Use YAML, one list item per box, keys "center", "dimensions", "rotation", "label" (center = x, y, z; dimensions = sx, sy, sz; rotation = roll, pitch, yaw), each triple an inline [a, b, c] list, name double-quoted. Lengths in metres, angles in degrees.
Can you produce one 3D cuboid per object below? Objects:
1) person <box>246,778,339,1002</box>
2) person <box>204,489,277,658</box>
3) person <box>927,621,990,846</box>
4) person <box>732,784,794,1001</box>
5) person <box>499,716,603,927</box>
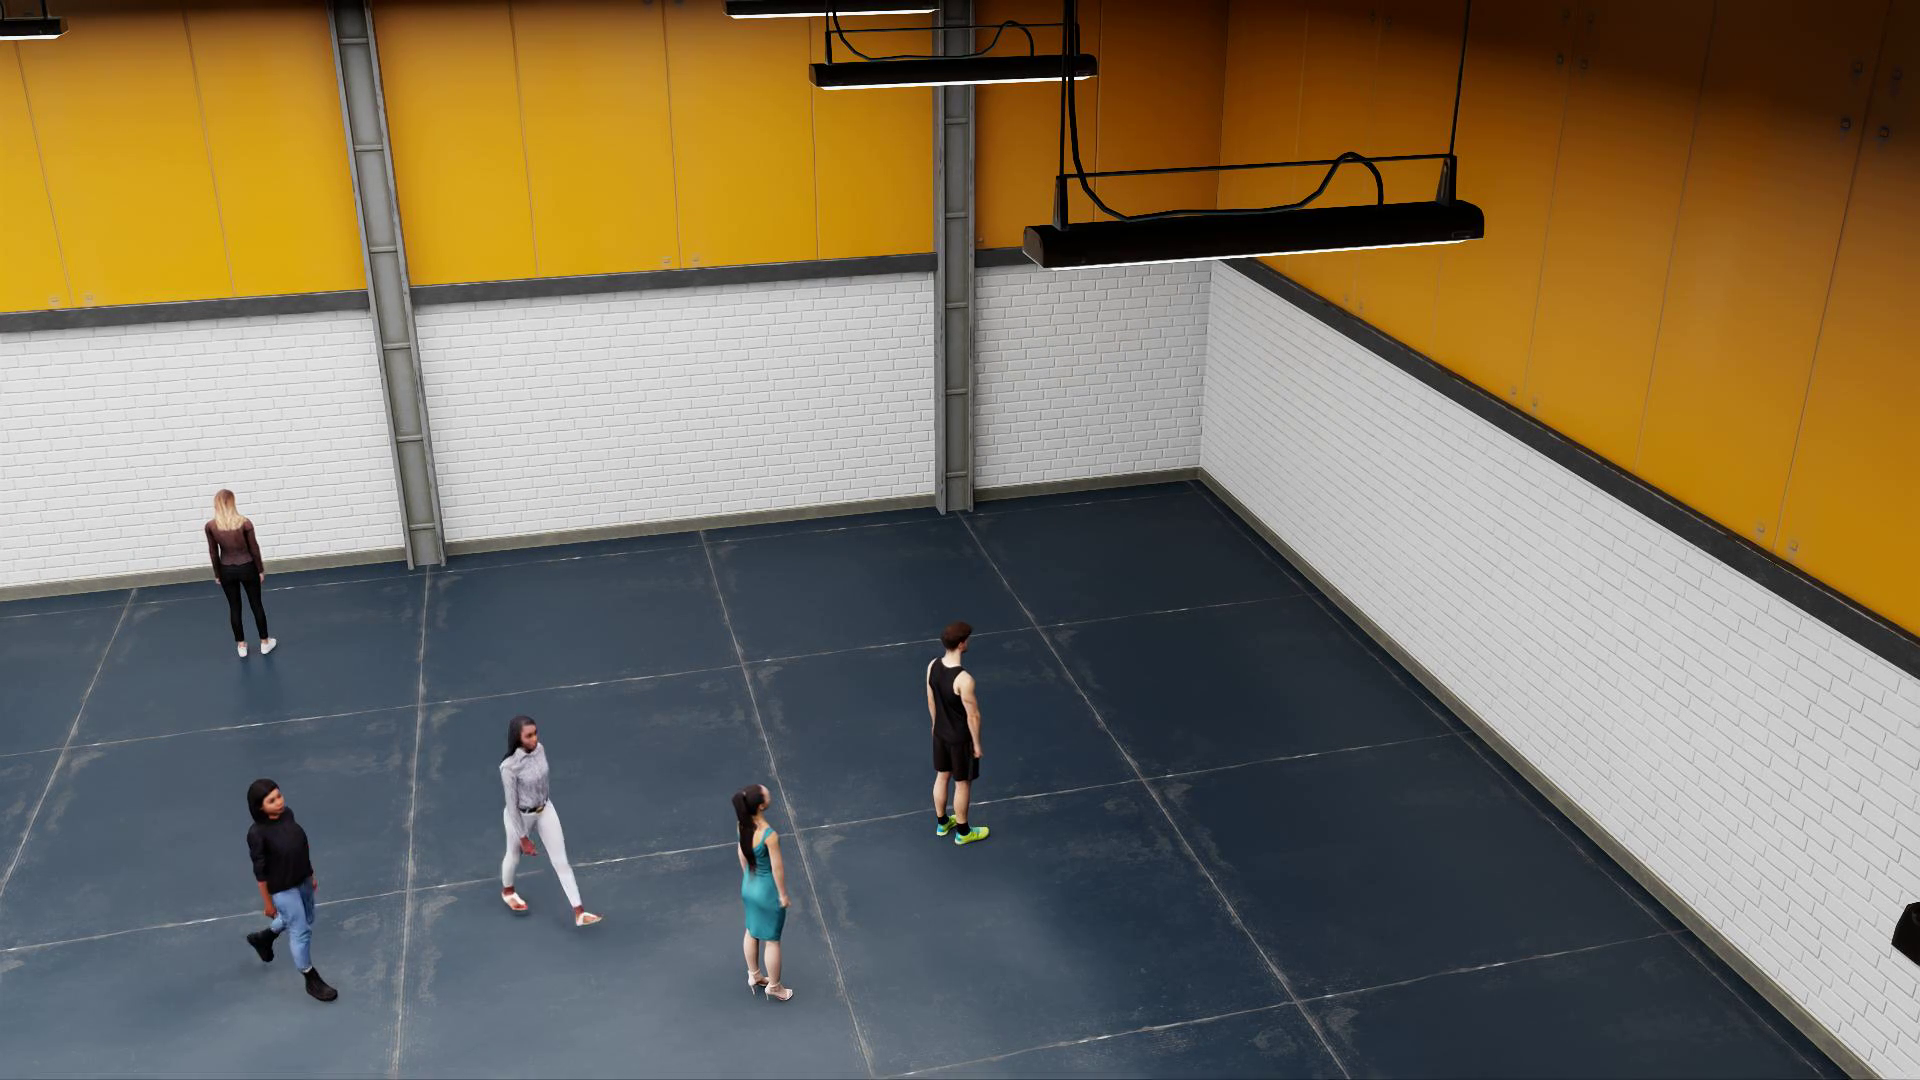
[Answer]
- center: [-4.656, 2.359, 11.370]
  dimensions: [1.042, 1.680, 0.865]
  rotation: [7, 24, 15]
  label: "person"
- center: [-6.950, 0.316, 16.015]
  dimensions: [0.473, 1.703, 0.679]
  rotation: [-4, 24, -9]
  label: "person"
- center: [-0.041, 1.512, 13.043]
  dimensions: [0.765, 1.893, 0.771]
  rotation: [21, 31, 40]
  label: "person"
- center: [-1.344, 2.389, 11.296]
  dimensions: [0.626, 1.685, 0.642]
  rotation: [21, 31, 39]
  label: "person"
- center: [-3.199, 2.042, 12.116]
  dimensions: [1.177, 1.664, 1.182]
  rotation: [16, 29, 33]
  label: "person"
